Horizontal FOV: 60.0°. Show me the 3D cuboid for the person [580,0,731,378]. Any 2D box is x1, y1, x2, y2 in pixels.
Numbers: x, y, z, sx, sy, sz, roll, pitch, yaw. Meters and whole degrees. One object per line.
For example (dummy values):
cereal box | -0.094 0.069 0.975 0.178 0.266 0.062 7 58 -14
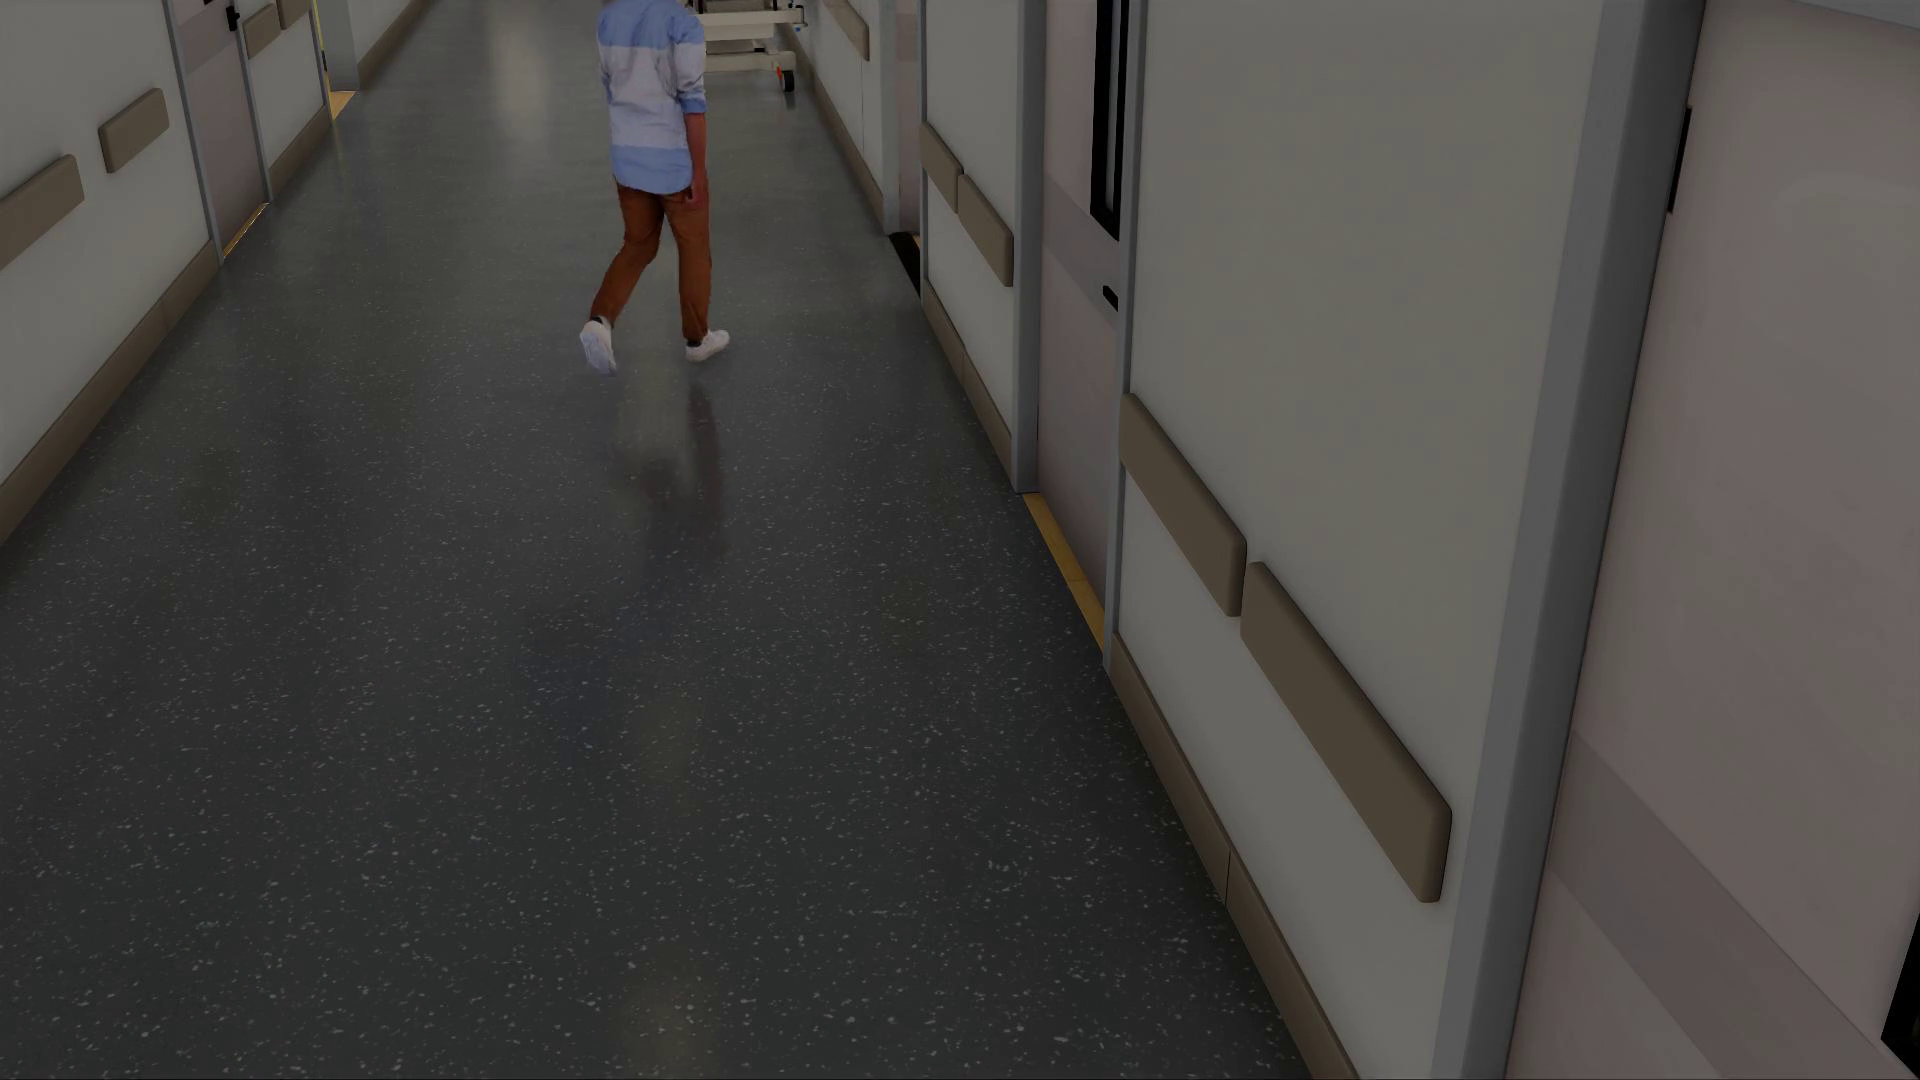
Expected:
person | -1.273 -1.519 6.732 1.112 1.801 1.104 12 28 23
